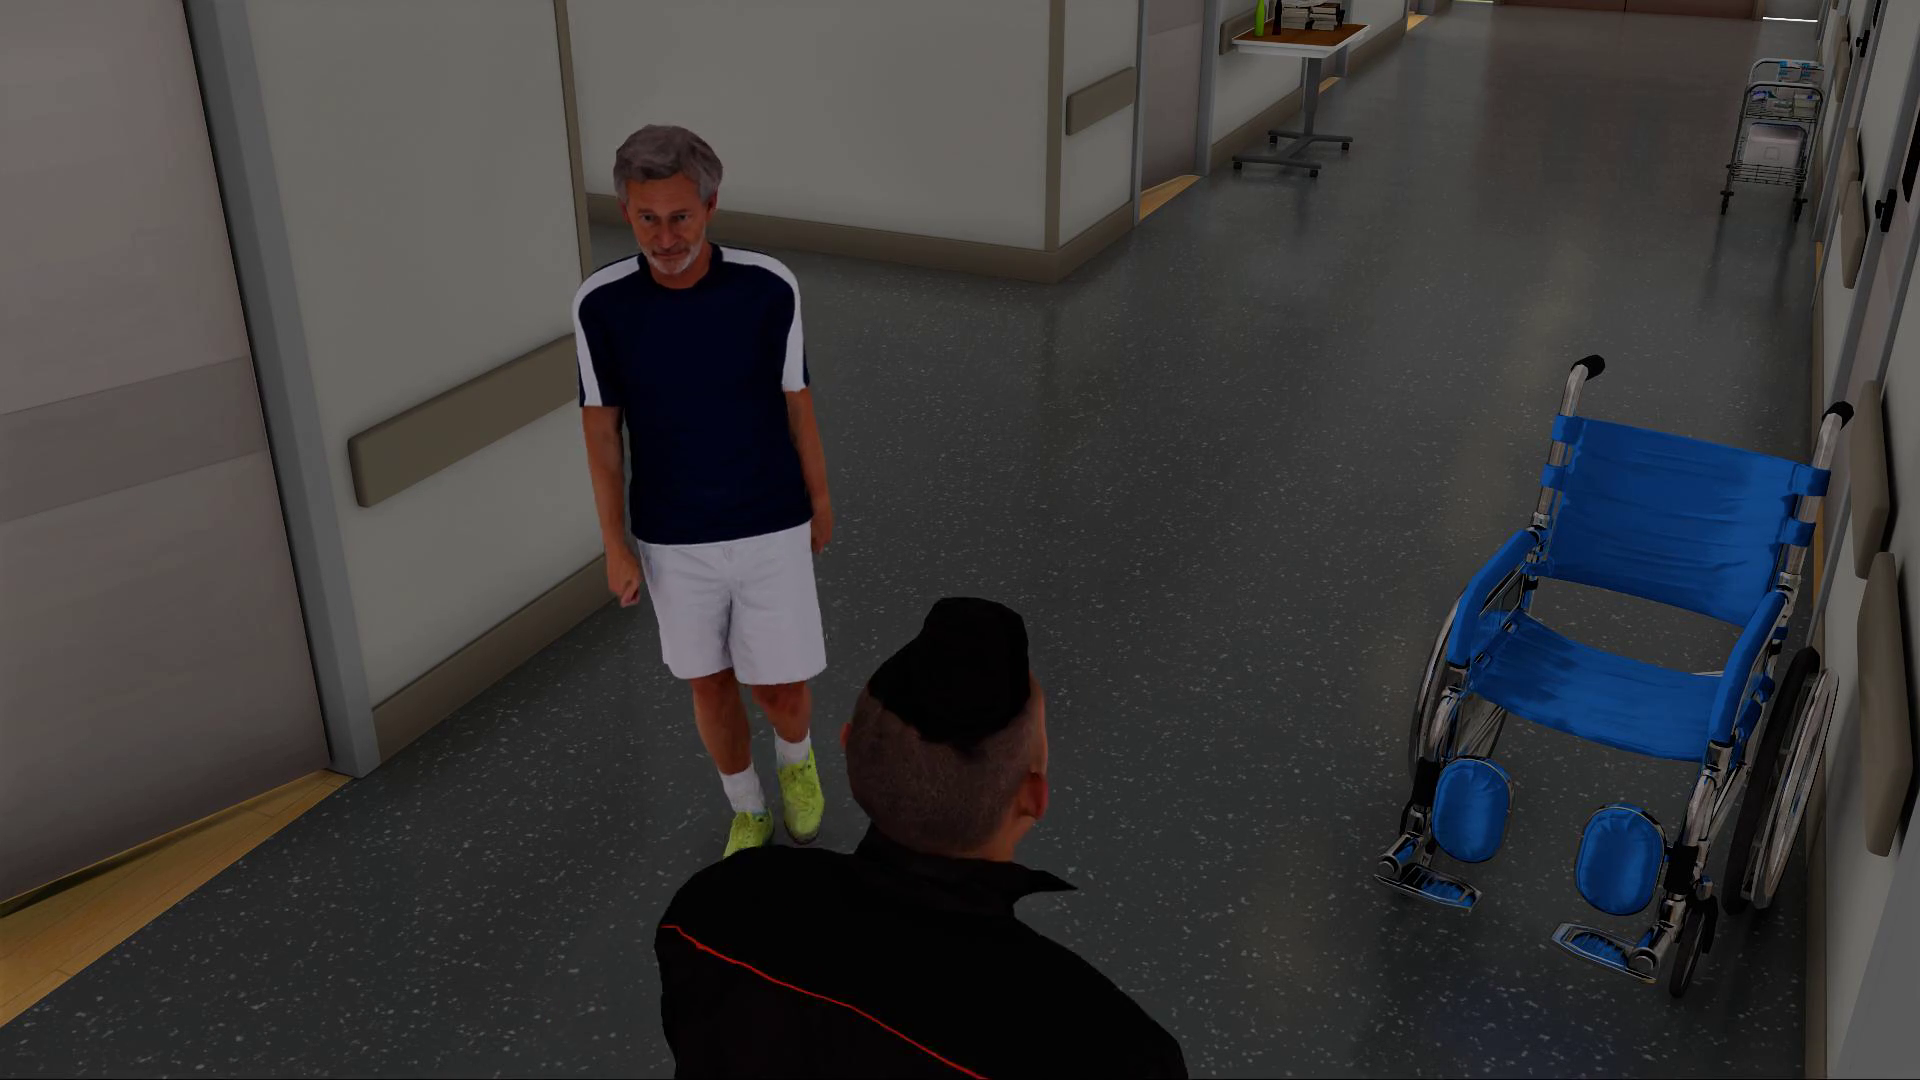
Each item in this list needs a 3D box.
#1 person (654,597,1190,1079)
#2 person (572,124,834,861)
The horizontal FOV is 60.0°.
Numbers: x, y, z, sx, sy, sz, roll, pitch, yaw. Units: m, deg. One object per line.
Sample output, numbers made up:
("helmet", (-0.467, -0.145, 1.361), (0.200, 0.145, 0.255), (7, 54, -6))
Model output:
("person", (-0.095, 0.921, 1.709), (0.783, 1.807, 1.130), (10, 27, 19))
("person", (-0.537, -0.061, 3.748), (0.815, 1.805, 0.853), (-2, 26, -4))
